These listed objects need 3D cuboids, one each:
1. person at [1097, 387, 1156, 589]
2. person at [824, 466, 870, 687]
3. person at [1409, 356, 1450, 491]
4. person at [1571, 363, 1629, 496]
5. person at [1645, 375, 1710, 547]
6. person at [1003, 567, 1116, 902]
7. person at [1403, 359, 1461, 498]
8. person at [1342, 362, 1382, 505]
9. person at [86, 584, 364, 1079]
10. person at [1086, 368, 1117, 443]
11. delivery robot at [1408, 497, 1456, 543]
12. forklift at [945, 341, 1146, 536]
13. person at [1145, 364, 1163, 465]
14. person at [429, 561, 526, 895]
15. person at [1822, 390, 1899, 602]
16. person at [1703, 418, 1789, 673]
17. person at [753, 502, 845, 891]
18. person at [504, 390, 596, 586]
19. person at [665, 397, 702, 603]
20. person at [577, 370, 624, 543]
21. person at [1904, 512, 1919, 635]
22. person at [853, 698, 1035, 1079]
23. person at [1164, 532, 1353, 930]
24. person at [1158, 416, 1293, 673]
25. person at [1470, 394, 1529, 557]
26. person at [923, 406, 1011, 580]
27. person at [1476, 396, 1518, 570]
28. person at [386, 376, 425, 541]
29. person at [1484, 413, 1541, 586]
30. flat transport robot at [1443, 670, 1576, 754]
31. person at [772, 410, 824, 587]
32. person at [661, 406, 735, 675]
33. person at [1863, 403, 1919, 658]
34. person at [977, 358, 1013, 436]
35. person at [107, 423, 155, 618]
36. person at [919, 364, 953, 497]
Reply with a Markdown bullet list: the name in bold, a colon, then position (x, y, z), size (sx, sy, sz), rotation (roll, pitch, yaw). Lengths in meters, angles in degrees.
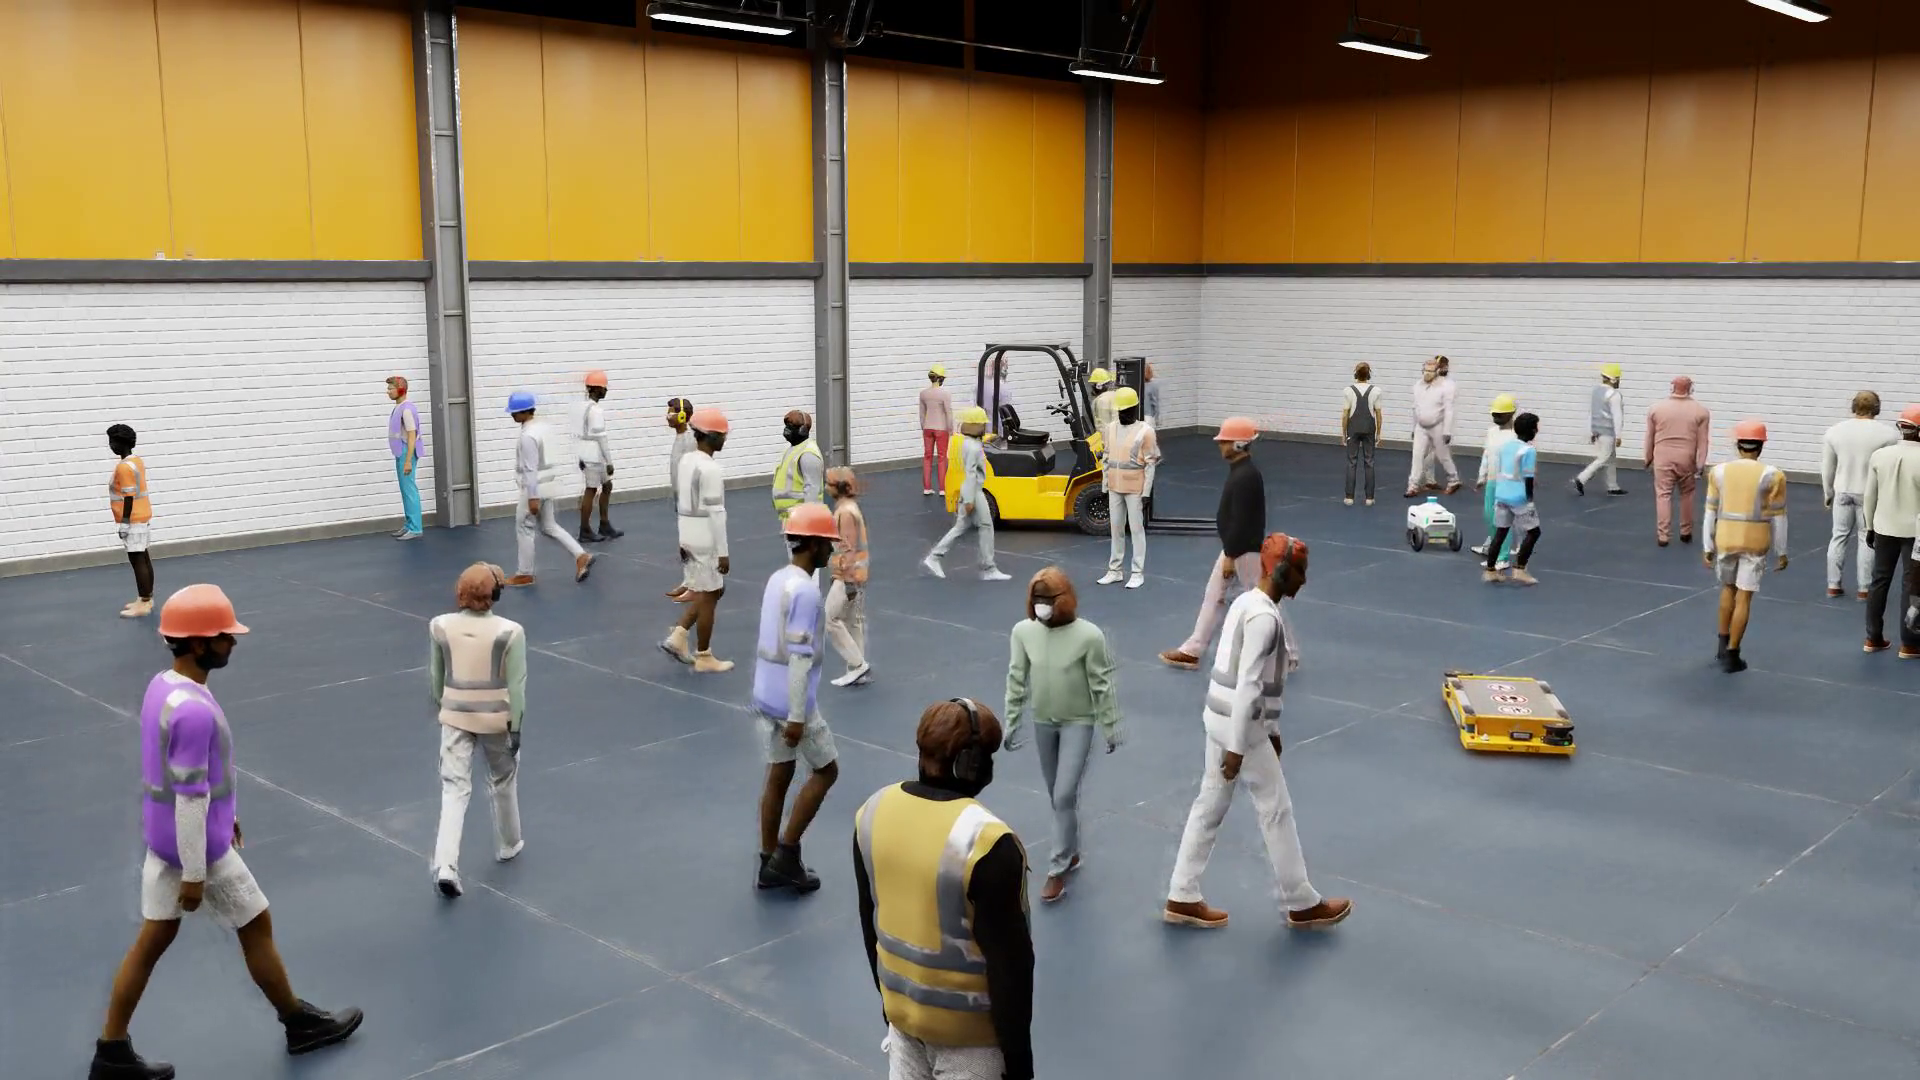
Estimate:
- **person**: position (1.583, -0.500, 15.859), size (0.585, 1.921, 0.373), rotation (8, 12, 41)
- **person**: position (-0.844, 0.278, 11.998), size (0.380, 1.623, 0.546), rotation (-1, 9, -5)
- **person**: position (6.433, -1.586, 22.740), size (0.472, 1.855, 0.619), rotation (2, 10, 15)
- **person**: position (8.527, -1.450, 22.060), size (0.810, 1.803, 0.598), rotation (-1, 9, -7)
- **person**: position (7.919, -0.886, 18.406), size (0.644, 1.868, 0.927), rotation (4, 10, 23)
- **person**: position (0.458, 0.927, 8.077), size (0.528, 1.596, 0.731), rotation (5, 11, 30)
- **person**: position (6.318, -1.492, 22.173), size (0.988, 1.856, 0.692), rotation (-8, 12, -41)
- **person**: position (5.148, -1.359, 21.353), size (0.508, 1.846, 0.345), rotation (2, 9, 10)
- **person**: position (-2.830, 1.093, 6.208), size (0.992, 1.884, 0.563), rotation (-8, 12, -39)
- **person**: position (1.718, -1.210, 20.523), size (0.432, 1.817, 0.597), rotation (3, 10, 19)
- **delivery robot**: position (5.120, -0.226, 18.066), size (0.477, 0.478, 0.707), rotation (0, 9, -1)
- **forklift**: position (0.977, -1.223, 19.452), size (2.313, 2.155, 1.214), rotation (2, 9, 11)
- **person**: position (2.854, -1.902, 25.473), size (0.845, 1.601, 0.509), rotation (-7, 12, -37)
- **person**: position (-2.389, 0.907, 8.201), size (0.510, 1.601, 0.860), rotation (0, 9, 0)
- **person**: position (8.218, -0.403, 15.210), size (0.355, 1.936, 0.635), rotation (-8, 12, -41)
- **person**: position (5.962, 0.035, 12.602), size (0.651, 1.910, 0.564), rotation (-9, 13, -43)
- **person**: position (-0.782, 0.772, 8.121), size (0.529, 1.903, 0.552), rotation (-5, 10, -27)
- **person**: position (-3.943, -0.483, 15.793), size (0.841, 1.911, 0.631), rotation (0, 9, 2)
- **person**: position (-2.529, -0.364, 15.175), size (0.328, 1.873, 0.521), rotation (-3, 10, -18)
- **person**: position (-3.965, -0.926, 18.473), size (0.697, 1.912, 0.583), rotation (-5, 10, -26)
- **person**: position (6.260, 0.383, 10.366), size (0.613, 1.944, 0.572), rotation (7, 11, 35)
- **person**: position (-0.013, 1.353, 4.763), size (0.429, 1.837, 0.621), rotation (-9, 13, -43)
- **person**: position (1.392, 0.882, 7.645), size (0.944, 1.824, 0.621), rotation (0, 9, -3)
- **person**: position (2.049, 0.048, 12.447), size (1.014, 1.940, 0.637), rotation (1, 9, 3)
- **person**: position (5.685, -0.670, 17.502), size (0.896, 1.721, 0.524), rotation (-3, 10, -16)
- **person**: position (0.053, -0.449, 16.180), size (0.807, 1.710, 0.495), rotation (-1, 9, -7)
- **person**: position (5.462, -0.575, 16.801), size (0.360, 1.760, 0.547), rotation (-3, 10, -16)
- **person**: position (-6.210, -0.918, 18.654), size (0.374, 1.841, 0.573), rotation (-5, 10, -27)
- **person**: position (5.340, -0.382, 15.908), size (0.559, 1.668, 0.560), rotation (-2, 10, -13)
- **flat transport robot**: position (3.598, 1.119, 10.975), size (0.652, 0.197, 1.431), rotation (2, 9, 10)
- **person**: position (-1.386, -0.192, 14.200), size (0.429, 1.846, 0.633), rotation (-3, 10, -20)
- **person**: position (-1.898, 0.014, 12.373), size (0.487, 2.021, 0.616), rotation (-5, 10, -27)
- **person**: position (7.414, -0.079, 13.044), size (0.396, 1.993, 0.617), rotation (-5, 11, -30)
- **person**: position (0.514, -1.426, 21.632), size (0.423, 1.885, 0.676), rotation (-5, 11, -30)
- **person**: position (-7.248, -0.174, 14.550), size (0.318, 1.695, 0.533), rotation (-3, 10, -16)
- **person**: position (-0.304, -1.459, 22.226), size (0.522, 1.765, 0.317), rotation (6, 11, 34)
